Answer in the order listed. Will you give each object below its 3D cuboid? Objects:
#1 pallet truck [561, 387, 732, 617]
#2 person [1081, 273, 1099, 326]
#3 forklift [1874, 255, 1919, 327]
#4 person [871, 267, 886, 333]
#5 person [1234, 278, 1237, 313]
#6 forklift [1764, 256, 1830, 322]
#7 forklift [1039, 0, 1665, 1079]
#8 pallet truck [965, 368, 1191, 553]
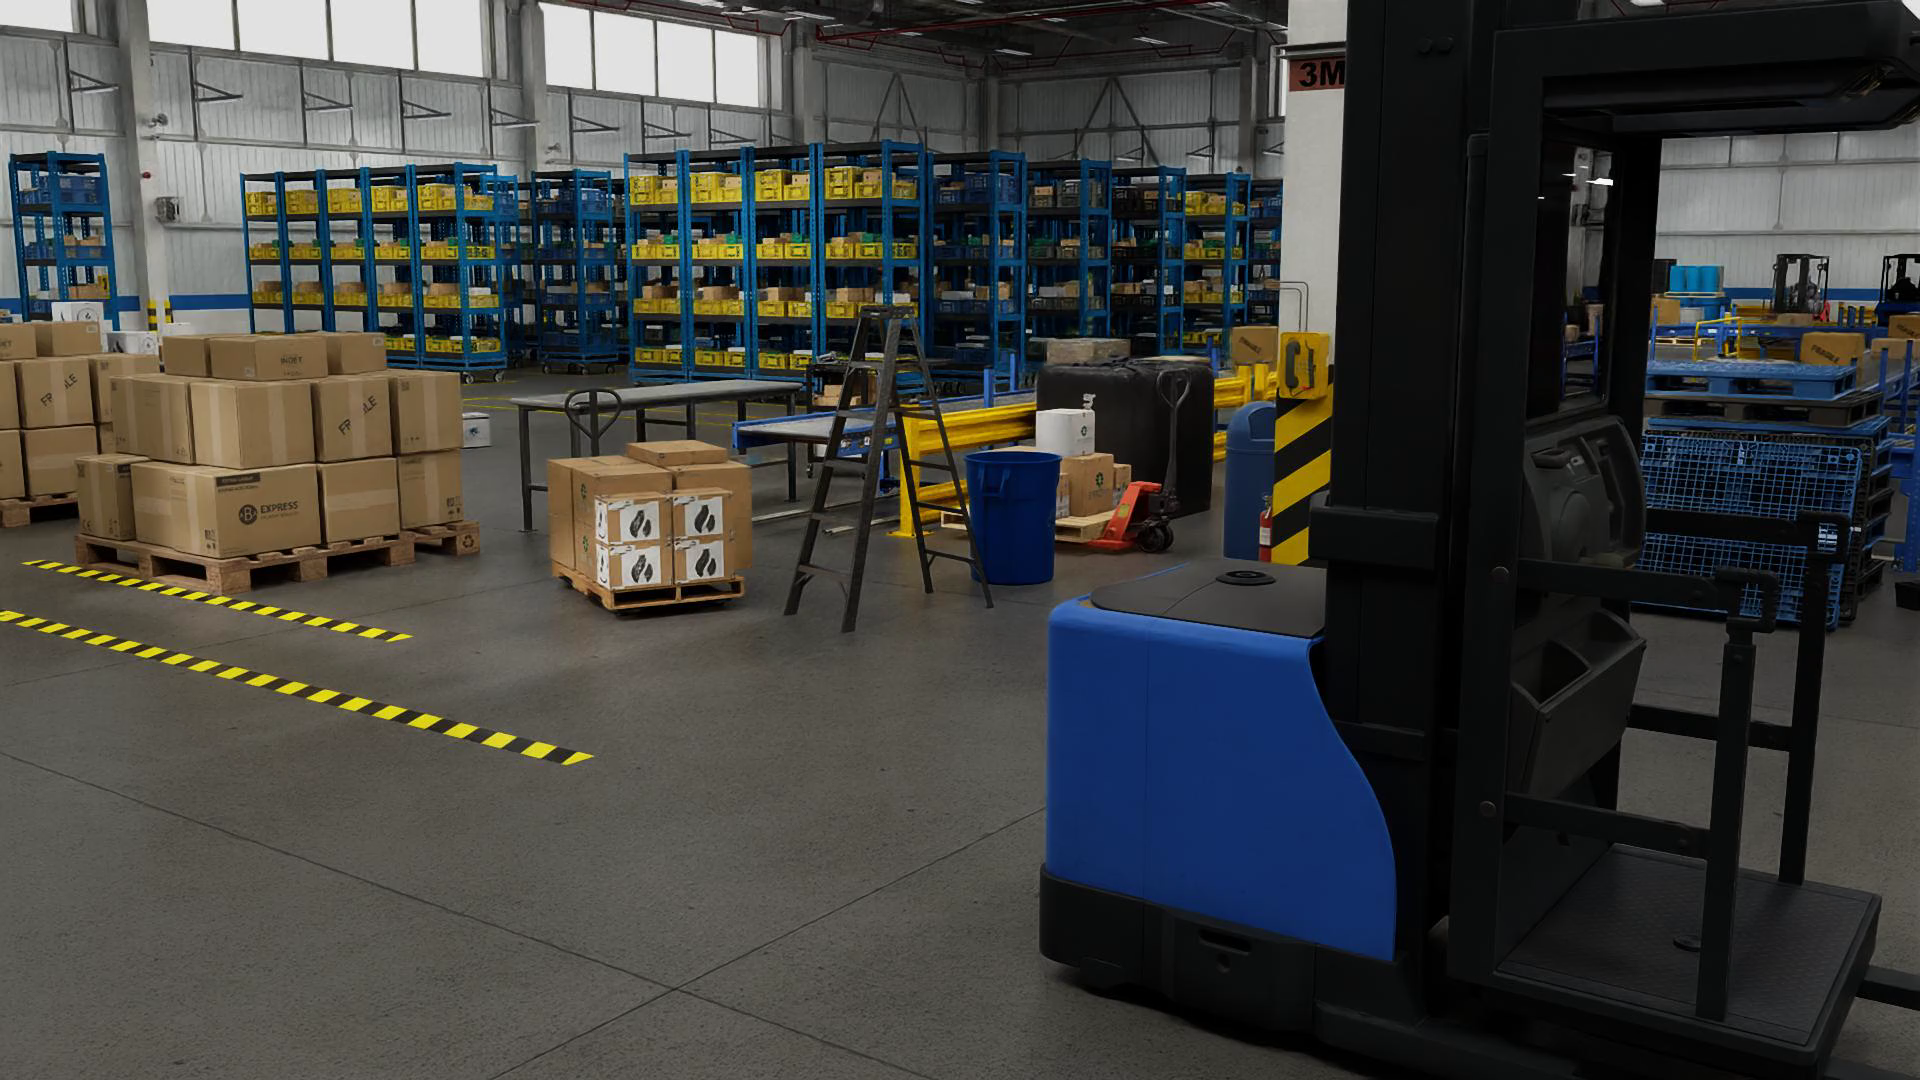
[{"bbox_3d":[-1.981,-0.274,10.088,0.680,1.201,1.601,-5,11,-28],"label":"pallet truck"},{"bbox_3d":[2.611,-4.458,33.352,0.954,1.785,0.609,8,12,40],"label":"person"},{"bbox_3d":[22.089,-5.634,38.796,1.157,1.987,2.680,6,11,33],"label":"forklift"},{"bbox_3d":[-1.618,-4.842,35.117,0.649,1.954,0.925,4,10,20],"label":"person"},{"bbox_3d":[7.385,-6.491,45.274,0.571,1.843,0.373,-7,12,-36],"label":"person"},{"bbox_3d":[20.253,-5.854,40.139,1.157,1.987,2.680,7,12,35],"label":"forklift"},{"bbox_3d":[1.249,-0.137,4.360,1.873,2.768,1.129,7,12,35],"label":"forklift"},{"bbox_3d":[0.845,-0.609,11.869,1.630,1.274,0.653,7,12,35],"label":"pallet truck"}]
